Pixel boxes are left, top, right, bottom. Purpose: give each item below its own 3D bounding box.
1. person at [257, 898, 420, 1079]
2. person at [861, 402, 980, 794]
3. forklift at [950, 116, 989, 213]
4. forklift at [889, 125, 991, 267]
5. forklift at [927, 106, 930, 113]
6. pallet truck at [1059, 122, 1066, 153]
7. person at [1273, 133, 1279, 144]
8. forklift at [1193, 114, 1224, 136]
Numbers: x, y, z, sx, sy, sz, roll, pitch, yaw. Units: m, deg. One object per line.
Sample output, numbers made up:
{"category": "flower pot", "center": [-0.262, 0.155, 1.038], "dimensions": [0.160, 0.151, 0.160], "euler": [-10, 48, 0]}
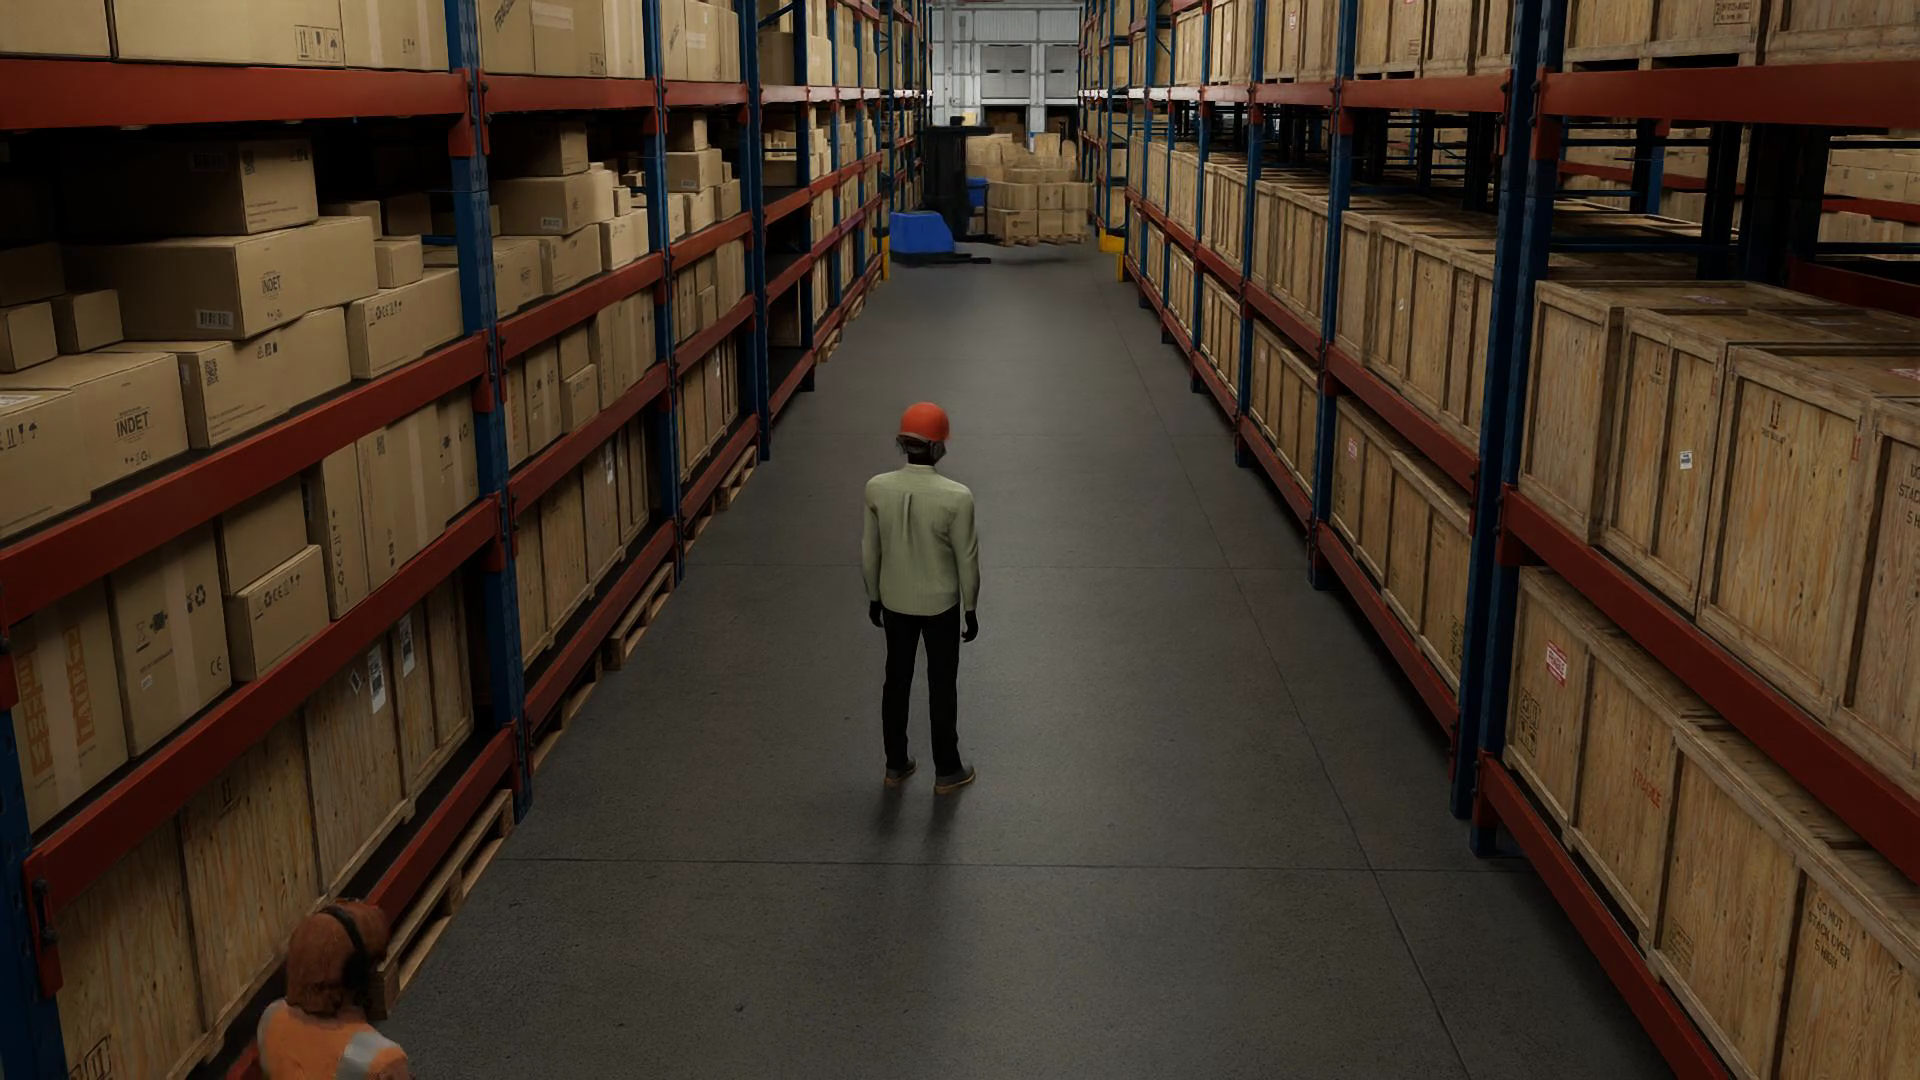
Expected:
{"category": "person", "center": [-1.439, 1.631, 4.104], "dimensions": [0.541, 1.614, 0.634], "euler": [9, 18, 31]}
{"category": "person", "center": [-0.184, 0.294, 8.374], "dimensions": [0.625, 1.992, 0.389], "euler": [6, 16, 22]}
{"category": "forklift", "center": [-0.099, -10.752, 47.794], "dimensions": [1.873, 2.768, 1.129], "euler": [0, 15, 2]}
{"category": "forklift", "center": [-0.440, -7.060, 34.061], "dimensions": [1.873, 2.768, 1.129], "euler": [-6, 16, -22]}
{"category": "forklift", "center": [-2.001, -20.667, 84.687], "dimensions": [1.129, 2.768, 1.873], "euler": [0, 15, 2]}
{"category": "pallet truck", "center": [5.788, -21.111, 88.014], "dimensions": [1.885, 1.965, 0.823], "euler": [5, 16, 18]}
{"category": "person", "center": [15.609, -19.495, 82.169], "dimensions": [0.656, 1.911, 0.895], "euler": [-5, 16, -18]}
{"category": "forklift", "center": [7.929, -12.255, 53.388], "dimensions": [1.129, 2.768, 1.873], "euler": [0, 15, 1]}
